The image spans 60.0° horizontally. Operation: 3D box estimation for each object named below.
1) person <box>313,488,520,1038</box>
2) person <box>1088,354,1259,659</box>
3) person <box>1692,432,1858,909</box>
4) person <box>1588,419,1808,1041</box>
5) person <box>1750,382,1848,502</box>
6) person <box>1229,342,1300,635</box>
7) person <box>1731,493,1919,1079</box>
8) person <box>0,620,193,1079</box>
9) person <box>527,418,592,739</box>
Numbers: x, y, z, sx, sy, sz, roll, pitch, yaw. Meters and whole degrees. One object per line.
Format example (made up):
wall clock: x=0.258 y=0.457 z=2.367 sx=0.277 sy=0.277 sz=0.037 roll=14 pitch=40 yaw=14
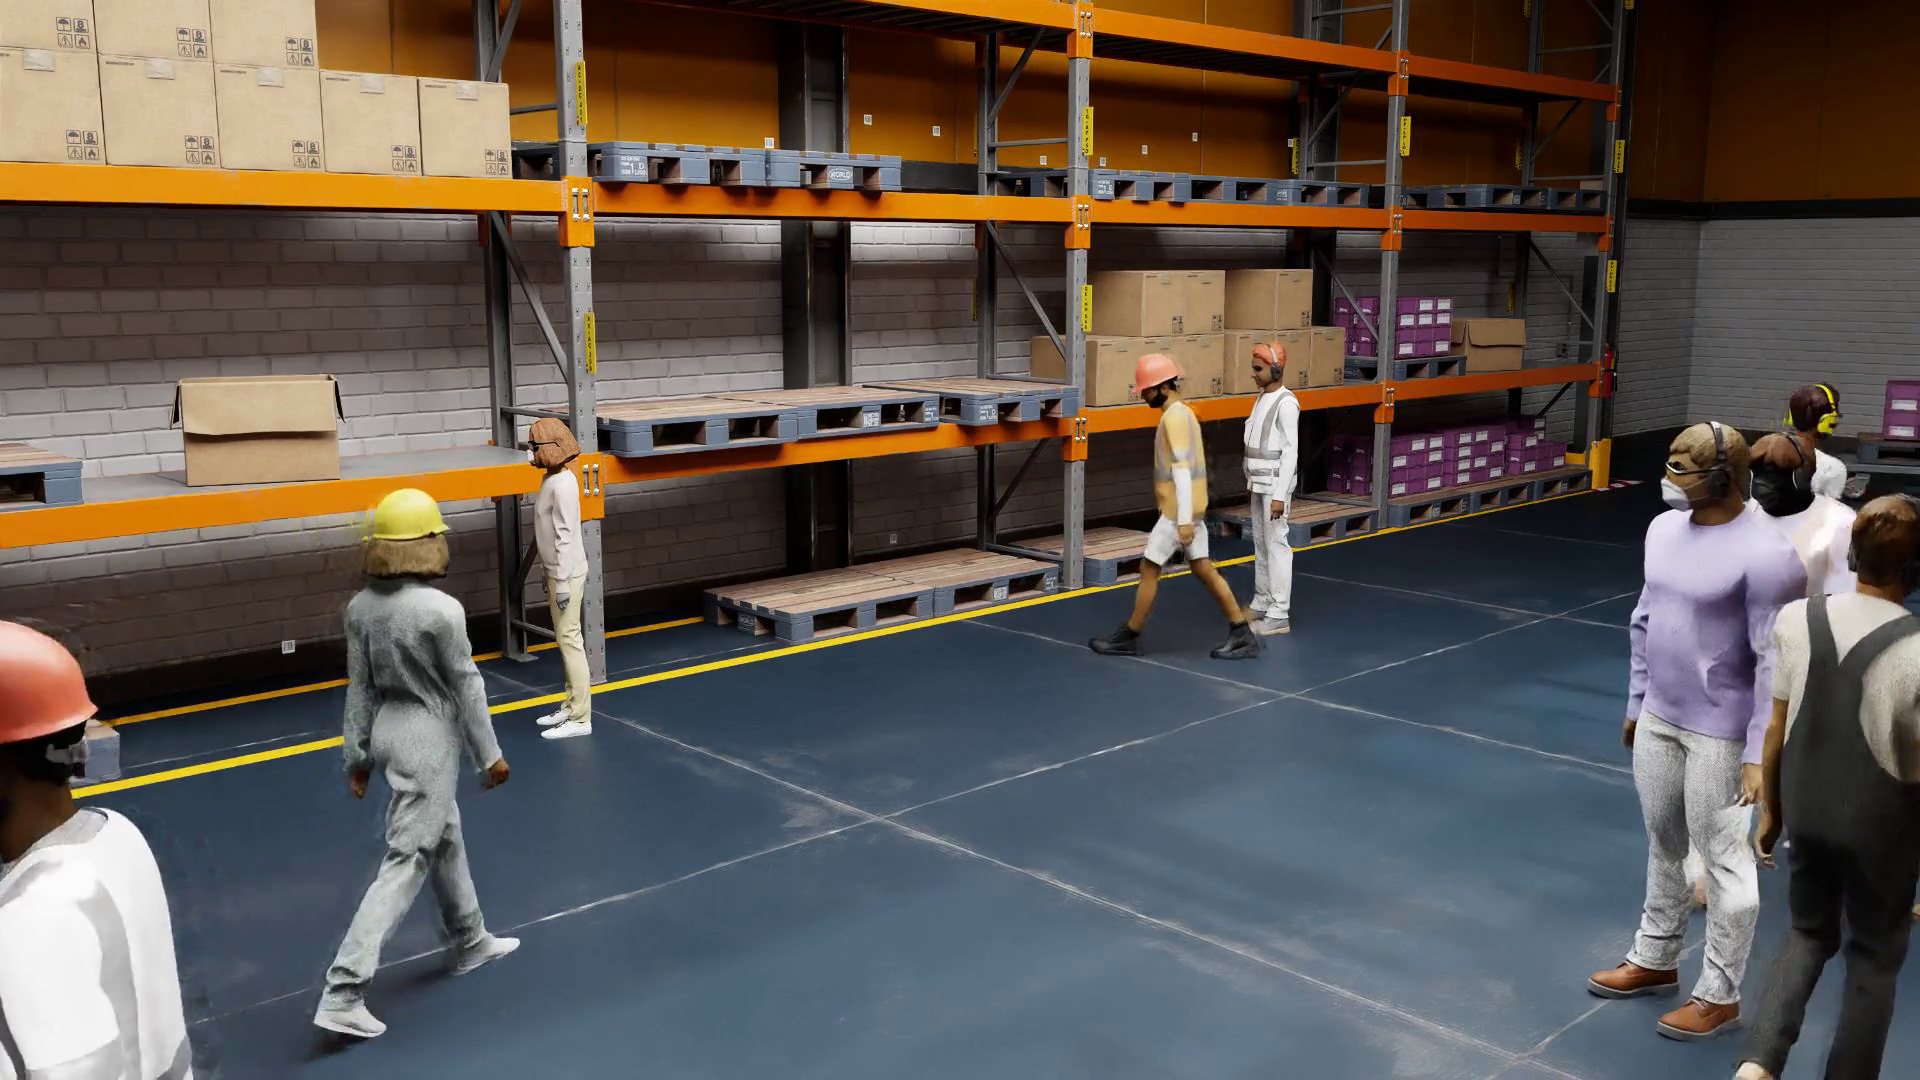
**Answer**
person: x=-1.781 y=0.688 z=5.328 sx=0.482 sy=1.707 sz=0.897 roll=7 pitch=12 yaw=35
person: x=1.337 y=-0.185 z=9.995 sx=1.026 sy=1.855 sz=0.622 roll=3 pitch=10 yaw=14
person: x=3.114 y=0.487 z=6.268 sx=1.005 sy=1.790 sz=0.633 roll=-7 pitch=12 yaw=-35
person: x=2.313 y=0.589 z=5.203 sx=0.378 sy=1.937 sz=0.628 roll=-3 pitch=10 yaw=-15
person: x=3.869 y=0.174 z=7.892 sx=0.732 sy=1.847 sz=0.535 roll=-6 pitch=11 yaw=-31
person: x=1.992 y=-0.334 z=10.750 sx=0.356 sy=1.887 sz=0.573 roll=-2 pitch=10 yaw=-10
person: x=2.334 y=0.782 z=4.384 sx=0.484 sy=1.827 sz=0.532 roll=-6 pitch=11 yaw=-32
person: x=-1.463 y=1.051 z=2.641 sx=1.003 sy=1.878 sz=0.572 roll=-2 pitch=10 yaw=-13
person: x=-2.031 y=0.190 z=8.444 sx=0.277 sy=1.629 sz=0.497 roll=-3 pitch=10 yaw=-19
